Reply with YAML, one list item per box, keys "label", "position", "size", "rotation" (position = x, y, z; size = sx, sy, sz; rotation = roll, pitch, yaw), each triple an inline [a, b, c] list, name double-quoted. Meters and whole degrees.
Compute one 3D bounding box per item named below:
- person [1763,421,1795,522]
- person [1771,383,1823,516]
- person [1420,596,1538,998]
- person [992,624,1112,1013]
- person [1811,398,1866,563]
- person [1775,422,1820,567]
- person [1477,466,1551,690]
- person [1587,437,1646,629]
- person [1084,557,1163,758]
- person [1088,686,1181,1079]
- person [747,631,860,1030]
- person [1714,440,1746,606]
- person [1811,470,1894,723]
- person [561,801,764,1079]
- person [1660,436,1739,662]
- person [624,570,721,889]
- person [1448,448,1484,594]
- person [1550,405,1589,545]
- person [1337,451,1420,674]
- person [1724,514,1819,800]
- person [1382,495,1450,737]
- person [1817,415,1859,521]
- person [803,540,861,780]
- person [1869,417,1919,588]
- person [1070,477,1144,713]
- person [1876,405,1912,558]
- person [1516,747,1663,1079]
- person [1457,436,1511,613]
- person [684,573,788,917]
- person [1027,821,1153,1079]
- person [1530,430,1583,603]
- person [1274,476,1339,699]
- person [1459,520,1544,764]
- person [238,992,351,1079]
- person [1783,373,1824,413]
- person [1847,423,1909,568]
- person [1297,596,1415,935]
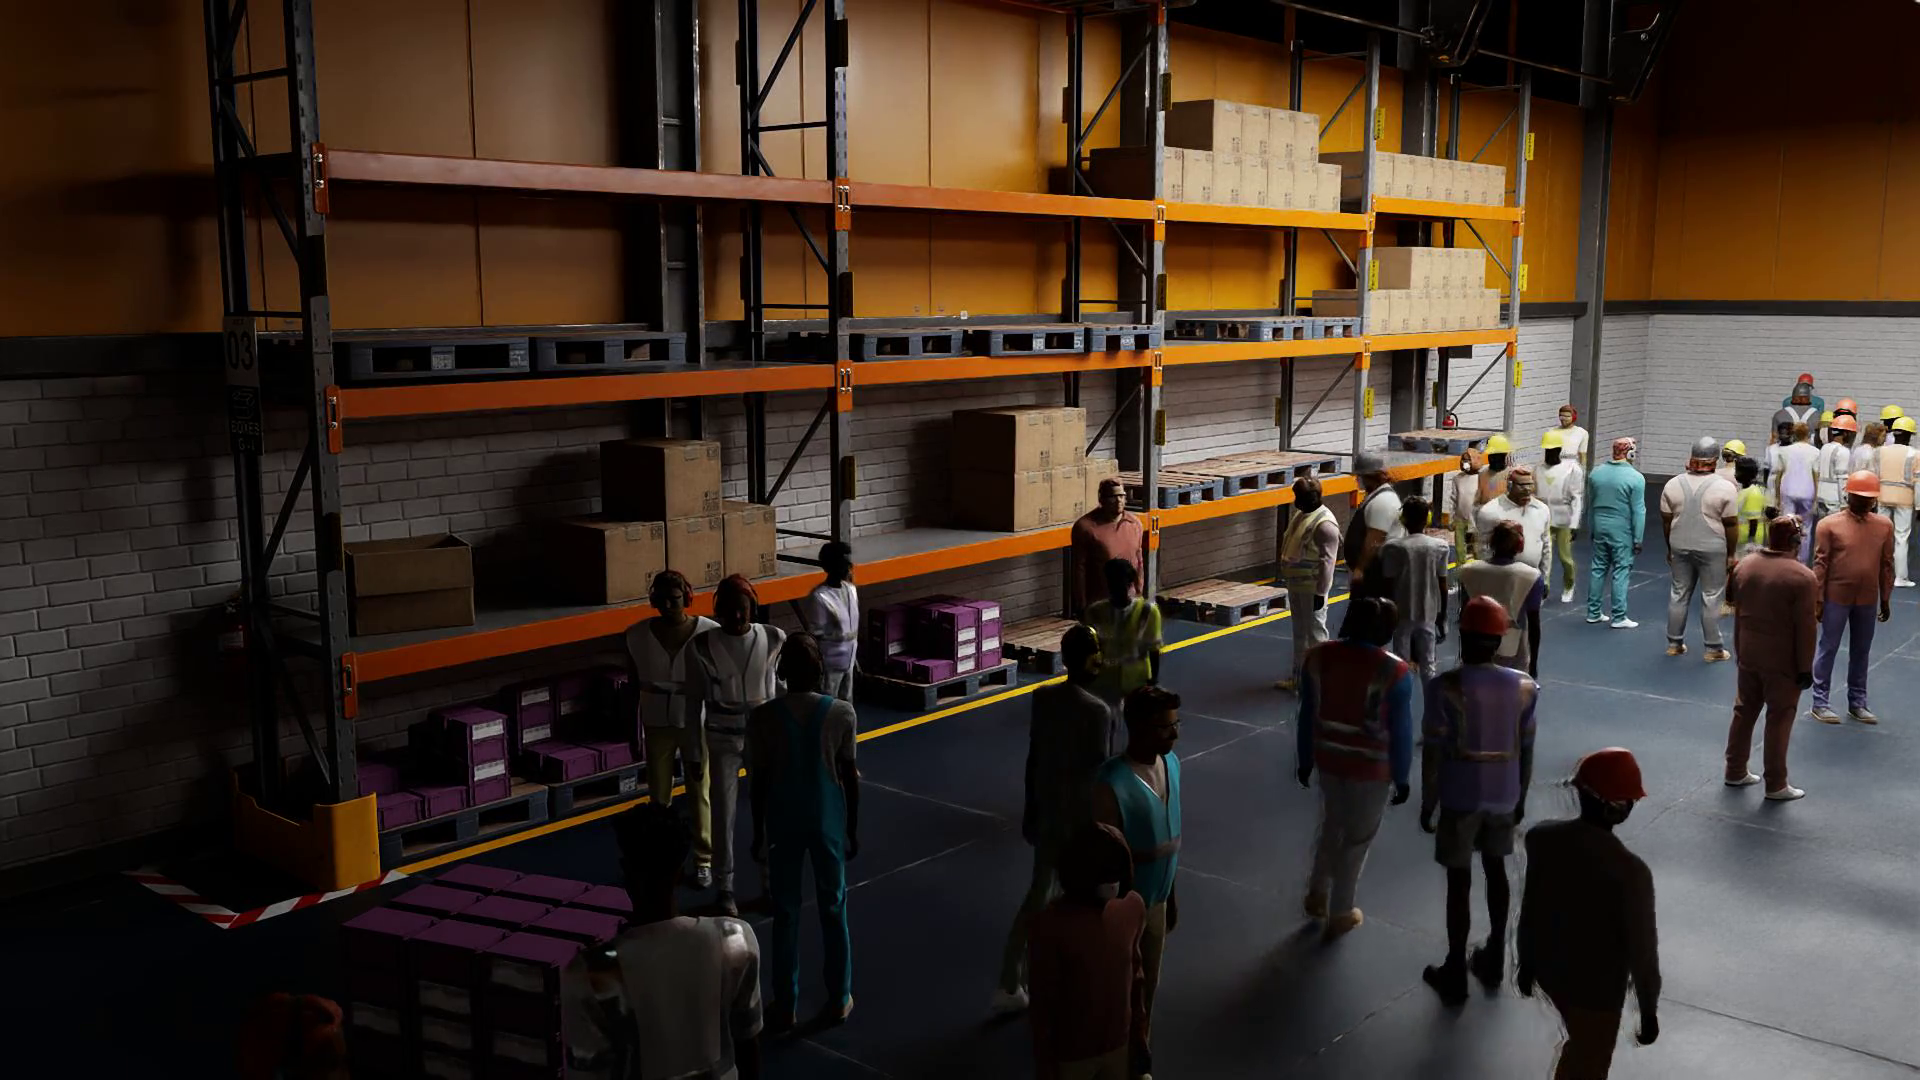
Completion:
- label: "person"
  position: [10.462, -0.677, 21.102]
  size: [0.452, 1.683, 0.535]
  rotation: [-8, 12, -42]
- label: "person"
  position: [11.676, -1.184, 23.210]
  size: [0.685, 2.000, 0.535]
  rotation: [4, 10, 23]
- label: "person"
  position: [2.490, 1.233, 8.046]
  size: [0.544, 1.915, 0.476]
  rotation: [-1, 9, -4]
- label: "person"
  position: [0.518, 1.312, 7.828]
  size: [0.533, 1.822, 0.792]
  rotation: [8, 12, 43]
- label: "person"
  position: [10.598, -0.691, 20.078]
  size: [0.613, 2.033, 0.410]
  rotation: [5, 10, 30]
- label: "person"
  position: [9.808, -0.476, 19.437]
  size: [0.548, 1.784, 0.983]
  rotation: [6, 11, 34]
- label: "person"
  position: [4.653, 0.323, 13.948]
  size: [0.641, 1.902, 0.399]
  rotation: [-2, 9, -10]
- label: "person"
  position: [6.532, -0.074, 16.525]
  size: [0.399, 1.900, 0.647]
  rotation: [-5, 10, -30]
- label: "person"
  position: [1.074, 0.906, 10.939]
  size: [0.529, 1.664, 0.776]
  rotation: [2, 9, 11]
- label: "person"
  position: [0.692, 1.477, 6.727]
  size: [0.392, 1.836, 0.561]
  rotation: [6, 11, 34]
- label: "person"
  position: [-0.713, 1.328, 7.637]
  size: [0.507, 1.847, 0.343]
  rotation: [-1, 9, -9]
- label: "person"
  position: [8.158, -0.180, 17.645]
  size: [0.325, 1.762, 0.524]
  rotation: [-6, 11, -35]
- label: "person"
  position: [6.918, 0.444, 12.899]
  size: [0.614, 1.987, 0.408]
  rotation: [0, 9, -1]
- label: "person"
  position: [-0.848, 1.709, 4.789]
  size: [0.600, 1.967, 0.368]
  rotation: [-5, 10, -32]
- label: "person"
  position: [6.745, 0.073, 15.106]
  size: [0.538, 2.000, 0.684]
  rotation: [-8, 12, -42]
- label: "person"
  position: [-1.596, 1.064, 9.392]
  size: [0.568, 1.838, 0.385]
  rotation: [-1, 9, -4]
- label: "person"
  position: [5.544, -0.188, 18.095]
  size: [0.268, 1.632, 0.507]
  rotation: [-8, 12, -42]
- label: "person"
  position: [7.915, -0.847, 21.705]
  size: [0.399, 1.836, 0.561]
  rotation: [-6, 11, -34]
- label: "person"
  position: [3.653, 0.161, 14.536]
  size: [1.061, 2.000, 0.692]
  rotation: [1, 9, 4]
- label: "person"
  position: [5.444, 0.768, 11.107]
  size: [0.398, 1.900, 0.641]
  rotation: [-3, 9, -21]
- label: "person"
  position: [3.352, 0.595, 12.311]
  size: [0.519, 1.865, 0.327]
  rotation: [1, 9, 5]
- label: "person"
  position: [9.990, -0.466, 18.964]
  size: [0.388, 1.926, 0.549]
  rotation: [0, 9, 3]
- label: "person"
  position: [-0.858, 0.839, 11.273]
  size: [0.317, 1.695, 0.540]
  rotation: [5, 10, 28]
- label: "person"
  position: [10.528, -0.423, 18.704]
  size: [0.382, 1.917, 0.585]
  rotation: [-7, 11, -37]
- label: "person"
  position: [1.185, 0.456, 13.065]
  size: [0.639, 1.910, 0.407]
  rotation: [-4, 10, -26]
- label: "person"
  position: [11.488, -0.708, 20.566]
  size: [0.591, 1.913, 0.397]
  rotation: [-7, 11, -37]
- label: "person"
  position: [2.362, 1.608, 6.177]
  size: [0.462, 1.732, 0.592]
  rotation: [-4, 10, -23]
- label: "person"
  position: [5.430, -0.126, 16.931]
  size: [1.003, 1.870, 0.617]
  rotation: [-4, 10, -26]
- label: "person"
  position: [-1.189, 1.105, 8.991]
  size: [0.585, 1.874, 0.361]
  rotation: [-3, 9, -18]
- label: "person"
  position: [0.443, 1.742, 5.651]
  size: [0.498, 1.633, 0.283]
  rotation: [-6, 11, -36]
- label: "person"
  position: [6.282, -0.230, 17.535]
  size: [0.588, 1.896, 0.901]
  rotation: [7, 11, 38]
- label: "person"
  position: [2.863, 0.387, 13.744]
  size: [0.429, 1.838, 0.621]
  rotation: [-2, 9, -13]
- label: "person"
  position: [3.726, 0.755, 11.423]
  size: [0.591, 1.808, 0.858]
  rotation: [6, 11, 34]
- label: "person"
  position: [-1.561, 1.933, 3.715]
  size: [0.434, 1.858, 0.621]
  rotation: [0, 9, -2]
- label: "person"
  position: [13.257, -1.624, 26.200]
  size: [0.612, 1.995, 0.379]
  rotation: [4, 10, 23]
- label: "person"
  position: [10.600, -0.461, 19.343]
  size: [0.977, 1.790, 0.518]
  rotation: [2, 9, 12]
- label: "person"
  position: [2.079, 1.180, 8.679]
  size: [0.635, 1.817, 0.439]
  rotation: [9, 12, 44]
